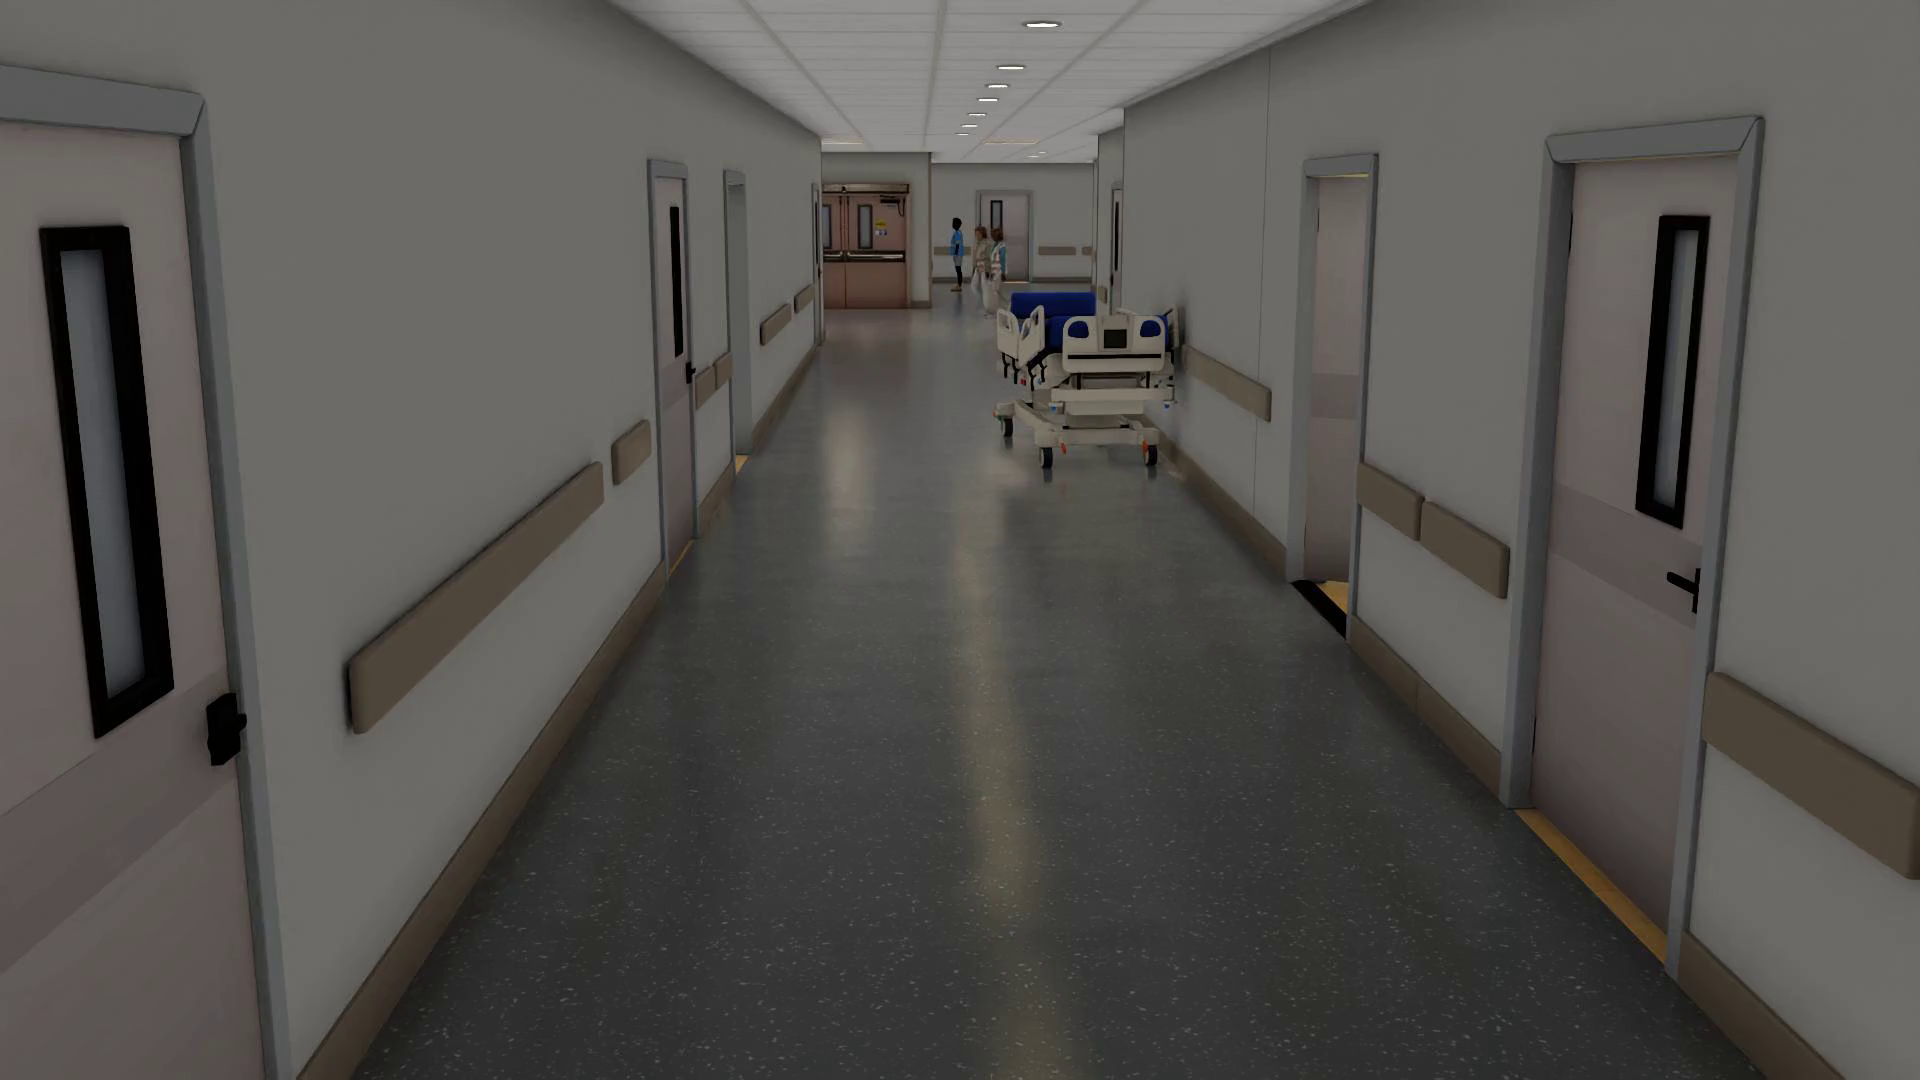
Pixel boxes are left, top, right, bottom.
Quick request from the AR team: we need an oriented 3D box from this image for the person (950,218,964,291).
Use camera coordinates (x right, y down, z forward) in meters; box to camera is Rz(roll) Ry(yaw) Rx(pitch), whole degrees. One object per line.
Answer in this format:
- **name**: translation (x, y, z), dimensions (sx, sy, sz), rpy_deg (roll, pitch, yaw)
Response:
- **person**: translation (-0.066, -6.623, 38.610), dimensions (0.318, 1.697, 0.535), rpy_deg (1, 12, 4)

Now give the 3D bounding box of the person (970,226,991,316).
- **person**: translation (0.402, -4.905, 30.383), dimensions (0.350, 1.623, 0.553), rpy_deg (-8, 14, -34)

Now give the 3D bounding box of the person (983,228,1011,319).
- **person**: translation (0.742, -4.781, 29.818), dimensions (0.651, 1.612, 0.524), rpy_deg (-4, 12, -17)
